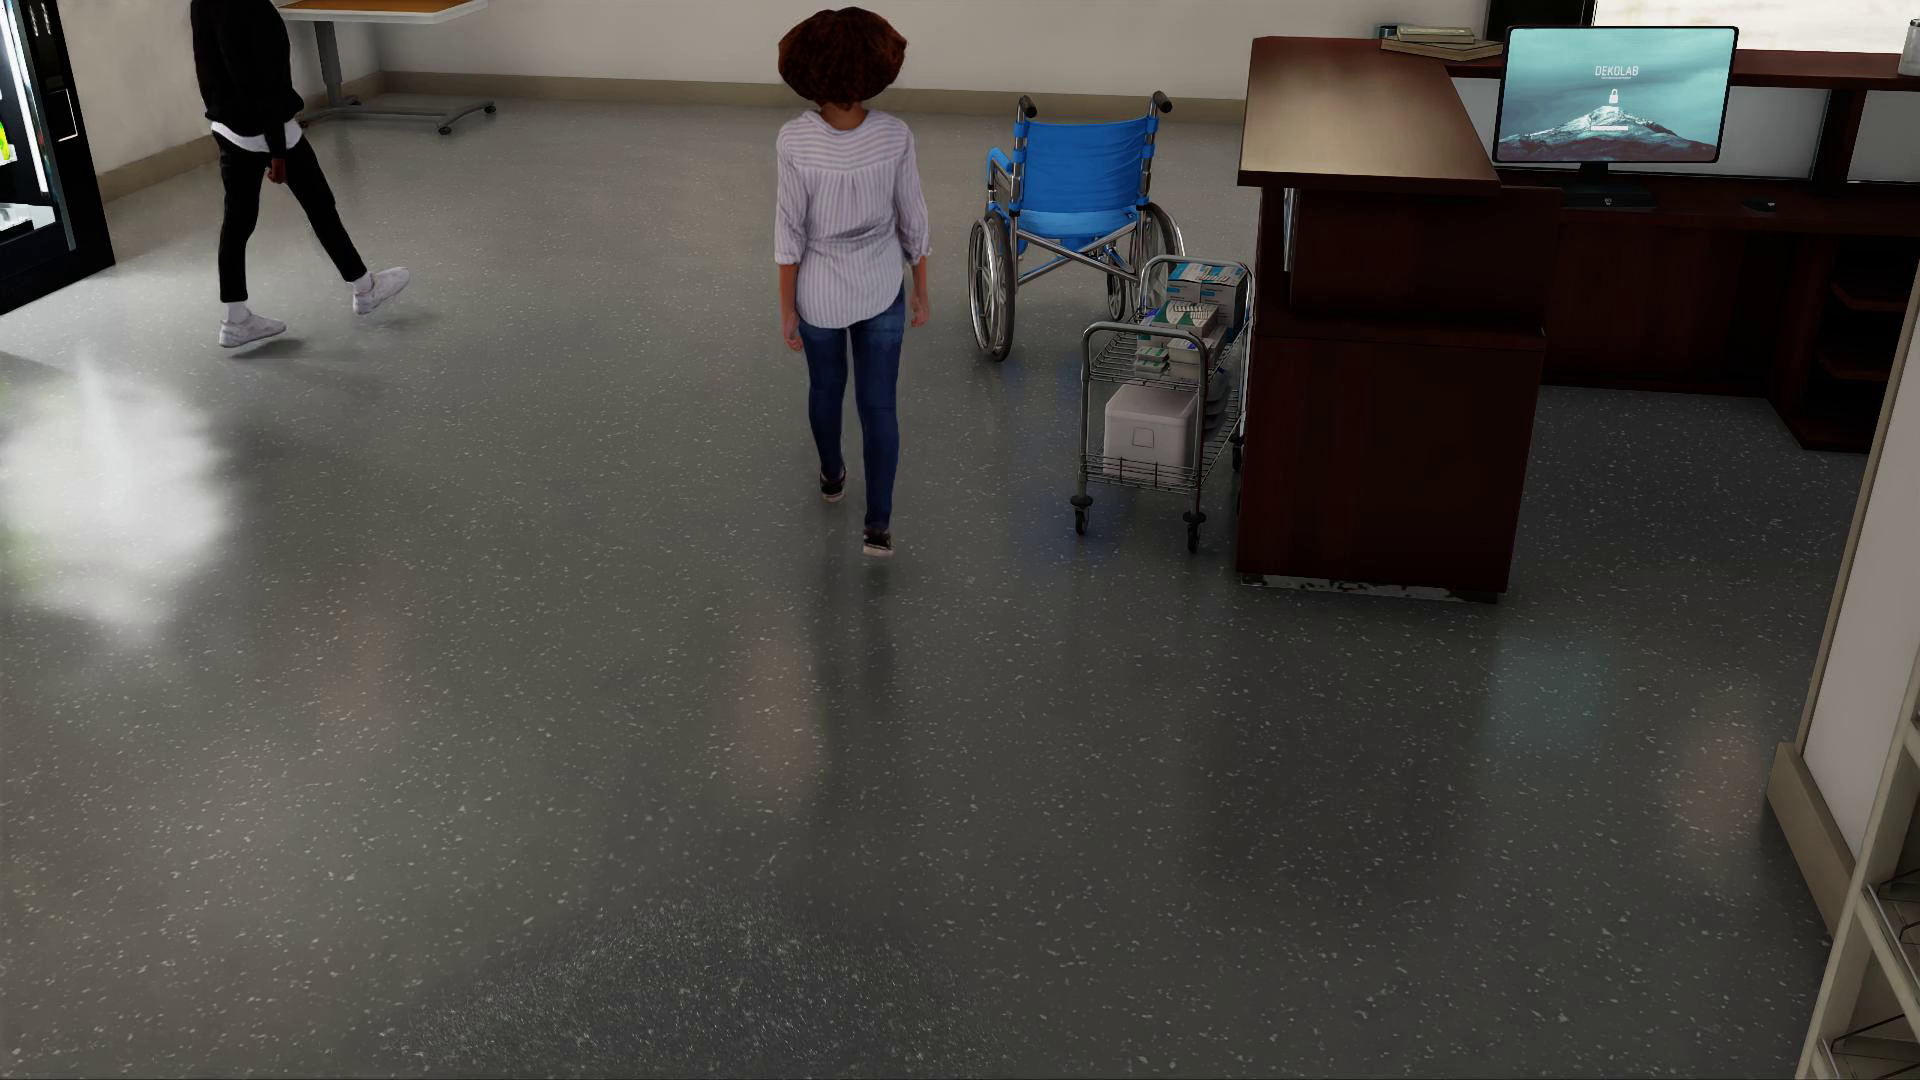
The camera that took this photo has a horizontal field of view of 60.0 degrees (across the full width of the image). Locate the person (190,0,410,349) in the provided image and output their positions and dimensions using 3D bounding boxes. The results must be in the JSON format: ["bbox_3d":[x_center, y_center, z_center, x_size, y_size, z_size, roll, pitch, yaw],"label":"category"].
[{"bbox_3d":[-3.045,-1.680,7.015,0.939,1.776,1.231,14,29,26],"label":"person"}]

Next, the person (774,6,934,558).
[{"bbox_3d":[-0.338,-0.748,5.192,0.838,1.681,1.200,-1,26,-3],"label":"person"}]
